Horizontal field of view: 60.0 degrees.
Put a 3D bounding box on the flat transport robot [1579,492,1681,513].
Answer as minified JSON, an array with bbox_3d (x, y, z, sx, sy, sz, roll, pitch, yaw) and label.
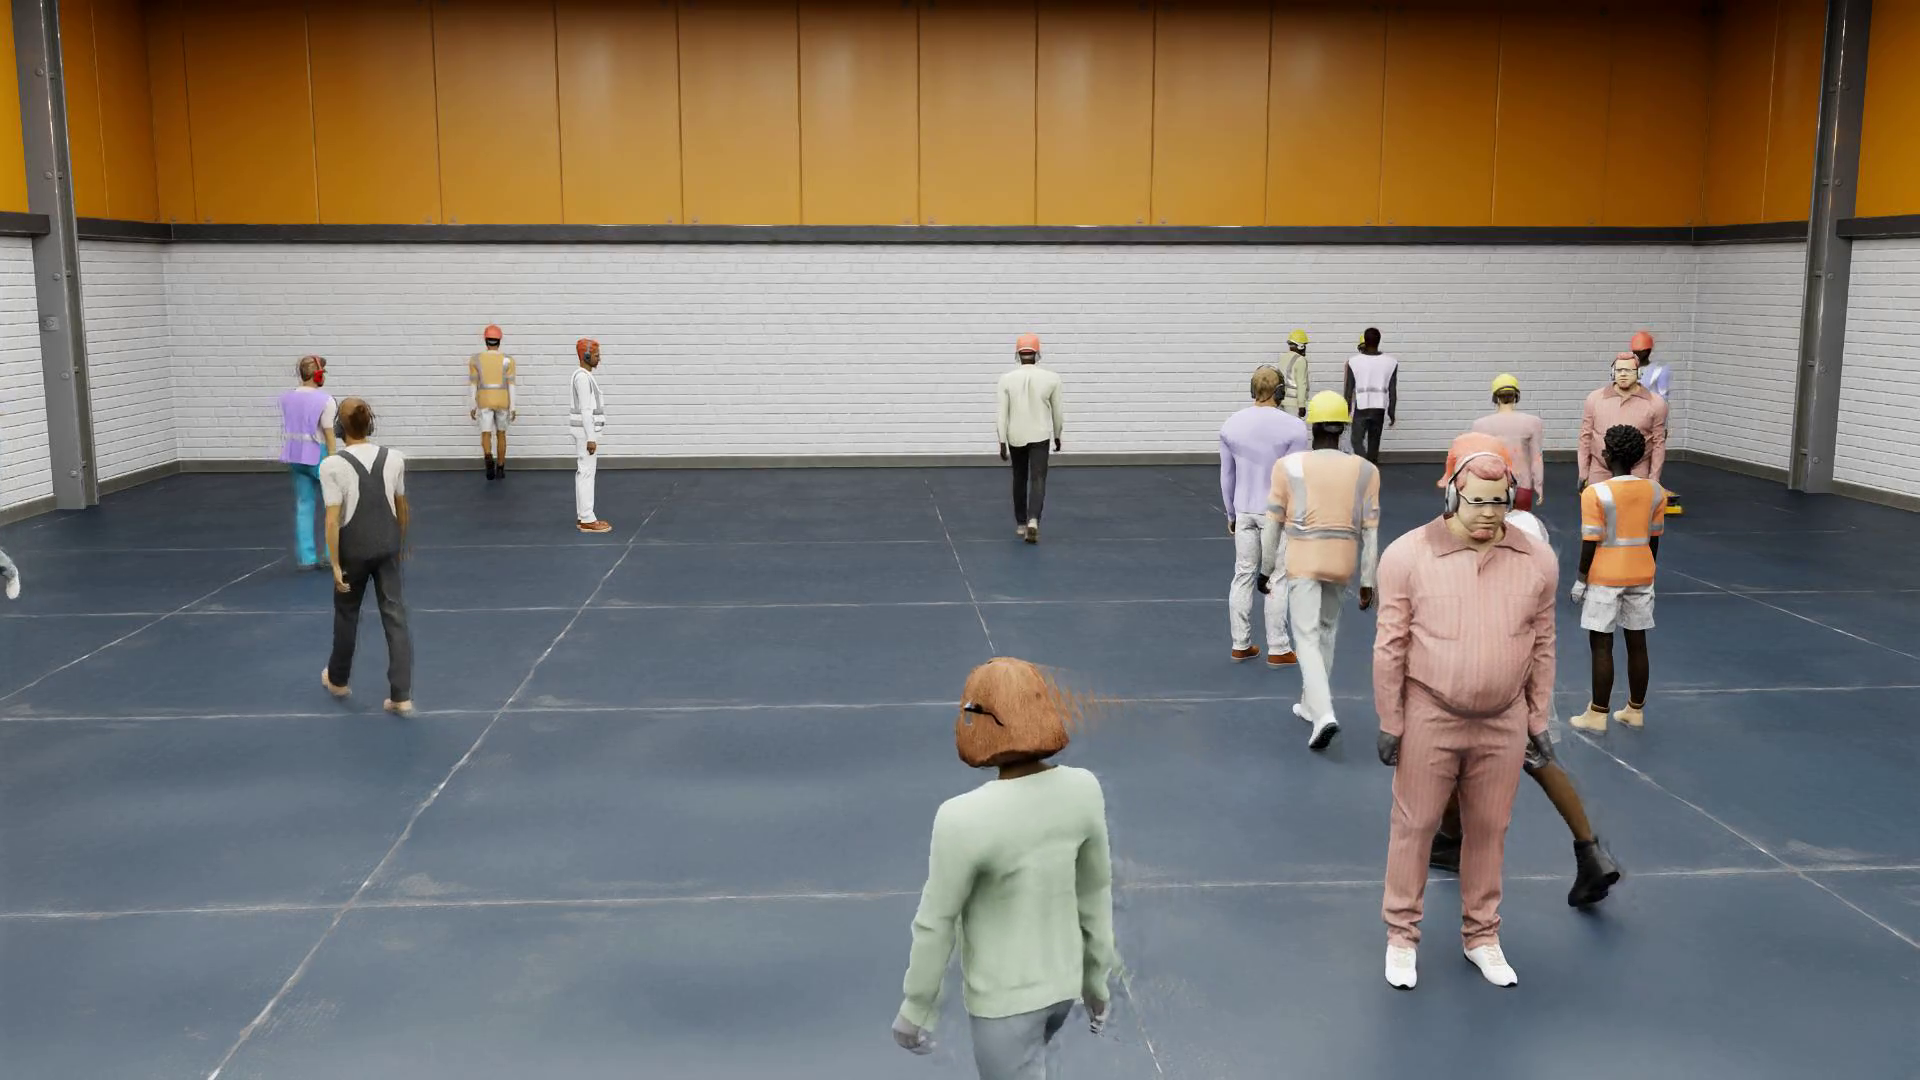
[{"bbox_3d":[7.191,-0.476,17.887,0.652,0.197,1.431,1,9,5],"label":"flat transport robot"}]

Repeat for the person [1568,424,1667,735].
[{"bbox_3d":[3.576,0.218,9.064,0.531,1.698,0.320,-3,9,-18],"label":"person"}]

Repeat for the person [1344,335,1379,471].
[{"bbox_3d":[5.112,-1.721,21.026,0.525,1.769,0.315,3,9,15],"label":"person"}]

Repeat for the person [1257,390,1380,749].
[{"bbox_3d":[1.955,0.147,8.939,0.598,1.896,0.933,-1,9,-6],"label":"person"}]

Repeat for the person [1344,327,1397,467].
[{"bbox_3d":[4.799,-1.538,19.460,0.611,1.900,0.758,0,9,-1],"label":"person"}]

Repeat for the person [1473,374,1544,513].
[{"bbox_3d":[4.243,-0.420,12.929,0.542,1.728,0.719,2,9,15],"label":"person"}]

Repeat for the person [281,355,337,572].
[{"bbox_3d":[-5.423,-0.642,14.075,0.566,1.826,0.576,3,10,20],"label":"person"}]

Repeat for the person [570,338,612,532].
[{"bbox_3d":[-3.630,-1.017,16.254,0.356,1.878,0.572,-3,9,-17],"label":"person"}]

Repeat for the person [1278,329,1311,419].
[{"bbox_3d":[4.230,-1.754,21.101,0.417,1.820,0.608,-2,9,-12],"label":"person"}]

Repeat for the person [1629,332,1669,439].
[{"bbox_3d":[7.217,-1.267,17.793,1.000,1.881,0.574,-9,13,-44],"label":"person"}]

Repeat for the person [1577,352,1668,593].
[{"bbox_3d":[5.136,-0.507,12.962,0.636,1.909,0.406,5,10,27],"label":"person"}]

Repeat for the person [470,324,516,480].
[{"bbox_3d":[-5.658,-1.659,20.181,0.553,1.915,0.746,-2,9,-14],"label":"person"}]

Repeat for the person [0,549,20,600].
[{"bbox_3d":[-7.297,-0.301,12.243,0.491,1.718,0.686,0,9,0],"label":"person"}]

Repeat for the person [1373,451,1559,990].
[{"bbox_3d":[1.772,0.634,5.824,0.642,1.900,0.399,0,9,-1],"label":"person"}]

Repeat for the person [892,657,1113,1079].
[{"bbox_3d":[0.075,1.070,3.970,0.681,1.607,0.507,9,13,44],"label":"person"}]

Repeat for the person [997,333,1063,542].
[{"bbox_3d":[0.656,-0.974,15.757,0.606,1.962,0.937,1,9,8],"label":"person"}]

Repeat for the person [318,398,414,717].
[{"bbox_3d":[-3.439,0.084,9.578,0.535,1.799,0.955,-8,12,-40],"label":"person"}]

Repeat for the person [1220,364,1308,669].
[{"bbox_3d":[1.950,-0.150,10.618,0.631,1.940,0.372,8,12,41],"label":"person"}]

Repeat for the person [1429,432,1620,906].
[{"bbox_3d":[2.216,0.511,6.652,0.553,1.888,0.960,-7,11,-37],"label":"person"}]
